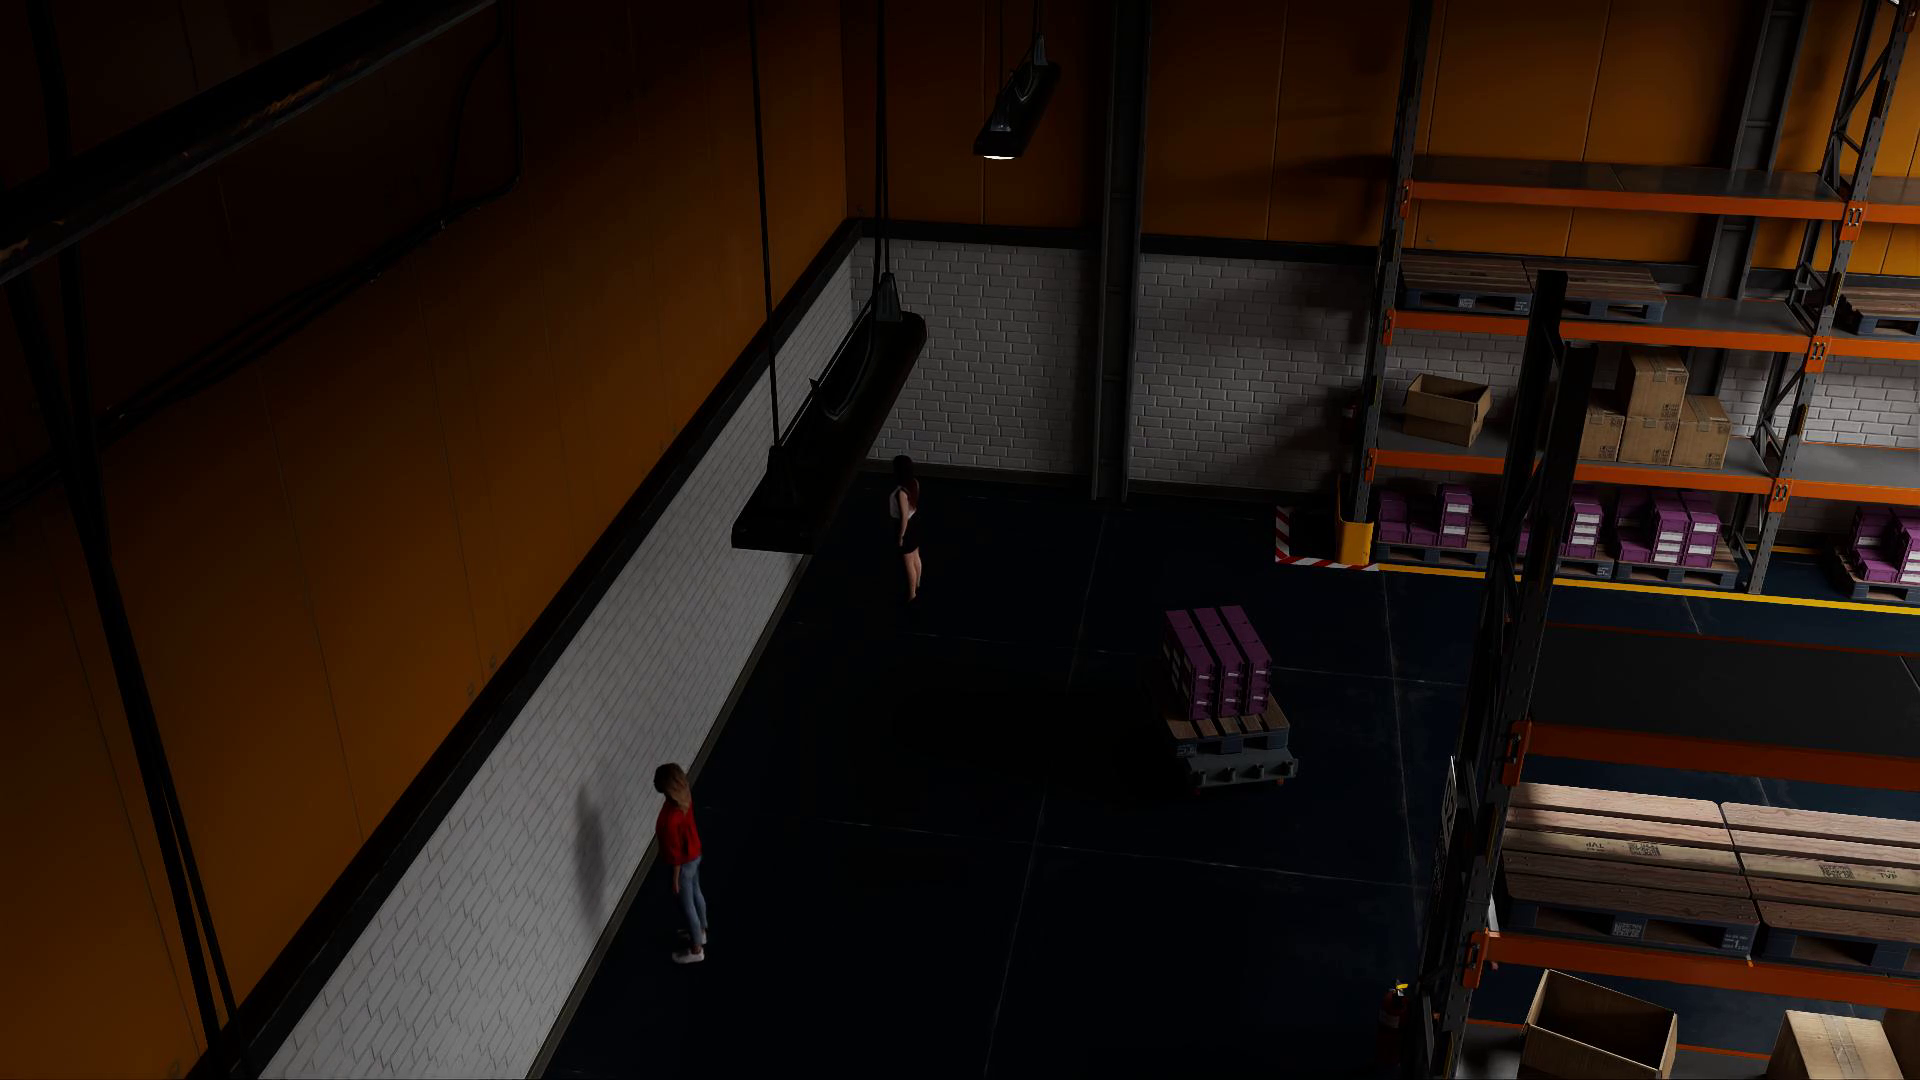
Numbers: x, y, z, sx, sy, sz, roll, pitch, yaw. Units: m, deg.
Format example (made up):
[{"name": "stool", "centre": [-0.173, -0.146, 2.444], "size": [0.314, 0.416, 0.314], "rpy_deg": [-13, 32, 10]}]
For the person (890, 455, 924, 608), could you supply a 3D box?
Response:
[{"name": "person", "centre": [-0.515, -0.093, 16.454], "size": [0.544, 1.650, 0.578], "rpy_deg": [9, 30, 15]}]

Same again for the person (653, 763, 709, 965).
[{"name": "person", "centre": [-1.990, 2.320, 11.974], "size": [0.519, 1.704, 0.623], "rpy_deg": [3, 29, 6]}]
